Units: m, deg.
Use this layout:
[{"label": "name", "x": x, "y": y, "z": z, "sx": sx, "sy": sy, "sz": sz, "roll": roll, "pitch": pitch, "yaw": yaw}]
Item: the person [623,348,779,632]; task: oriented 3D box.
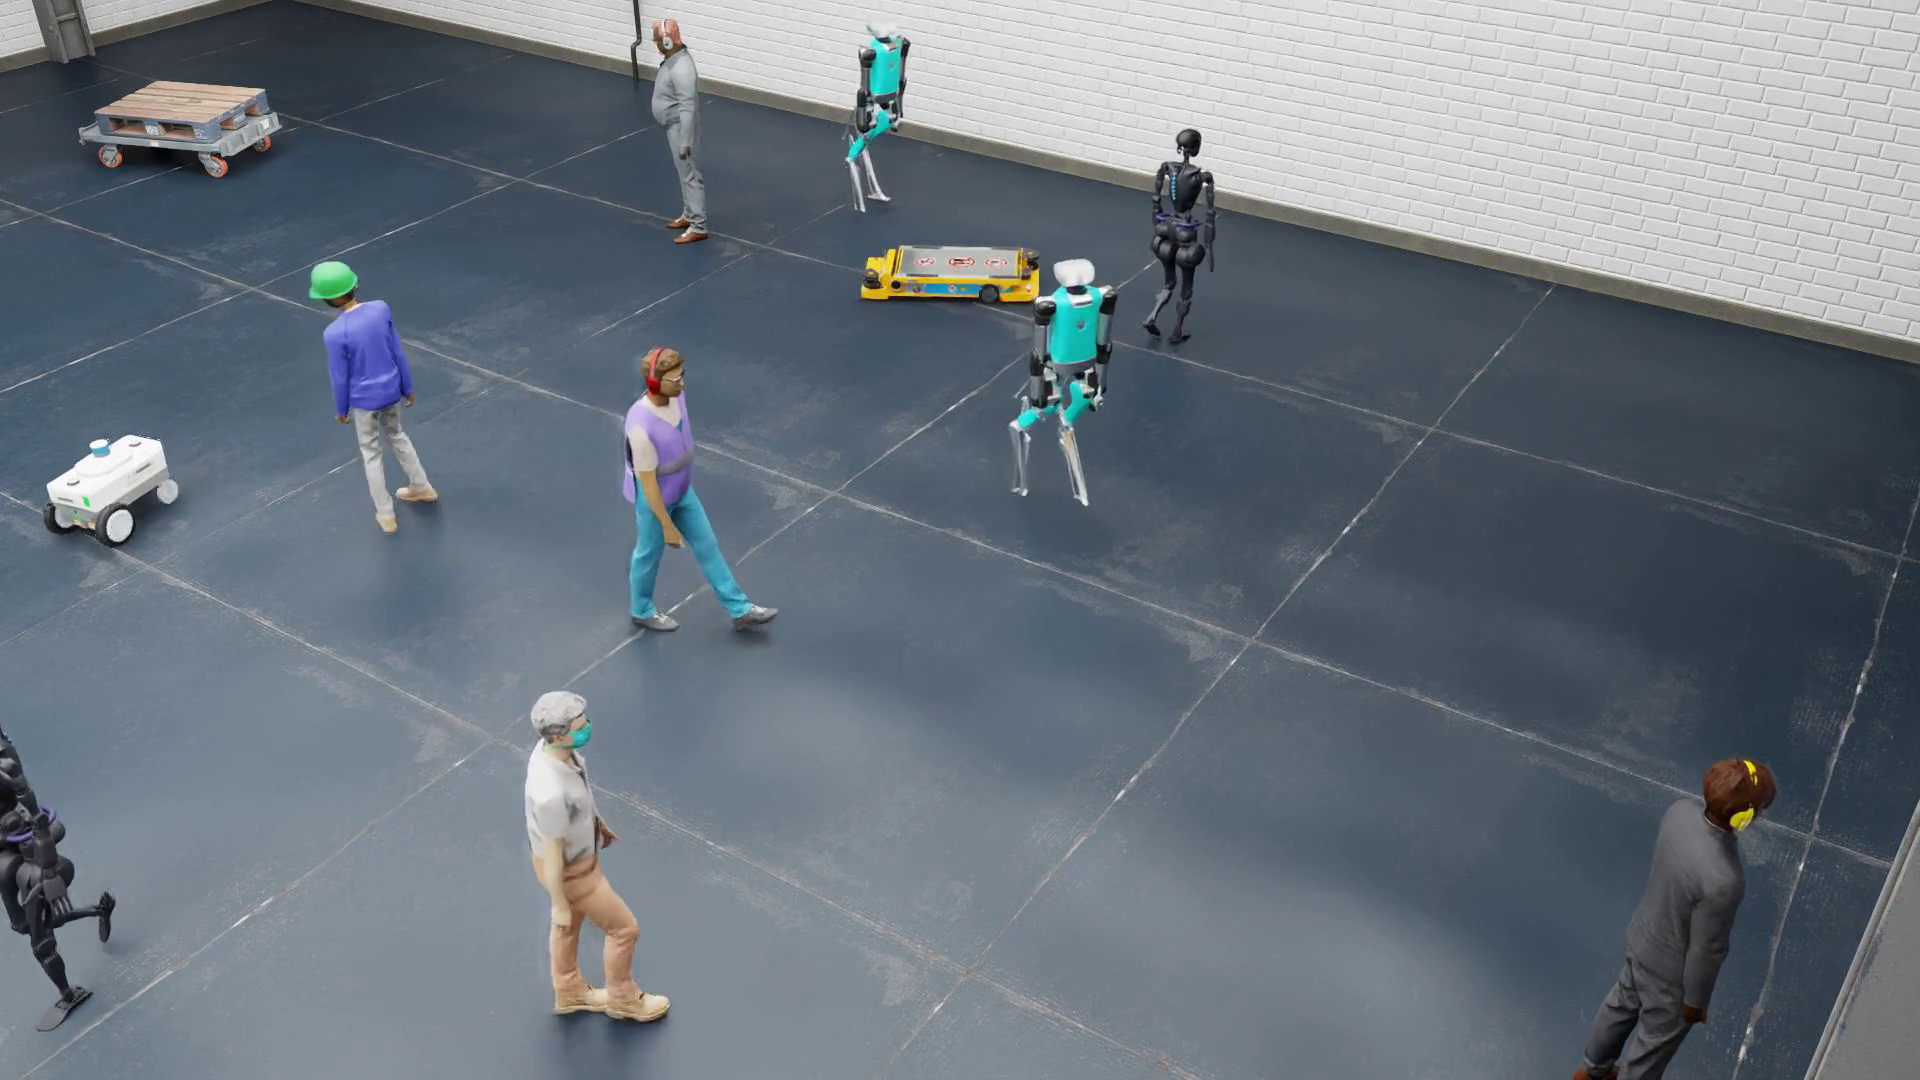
[{"label": "person", "x": -1.509, "y": -0.216, "z": 9.168, "sx": 0.924, "sy": 1.800, "sz": 0.595, "roll": 9, "pitch": 34, "yaw": 14}]

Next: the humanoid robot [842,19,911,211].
[{"label": "humanoid robot", "x": -0.822, "y": -3.743, "z": 14.778, "sx": 0.537, "sy": 1.834, "sz": 0.781, "roll": -27, "pitch": 42, "yaw": -35}]

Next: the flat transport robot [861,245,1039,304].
[{"label": "flat transport robot", "x": -0.068, "y": -2.181, "z": 13.649, "sx": 1.431, "sy": 0.231, "sz": 0.659, "roll": 1, "pitch": 33, "yaw": 2}]

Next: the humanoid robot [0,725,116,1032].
[{"label": "humanoid robot", "x": -3.898, "y": 1.279, "z": 6.977, "sx": 0.611, "sy": 1.640, "sz": 0.561, "roll": 15, "pitch": 36, "yaw": 22}]

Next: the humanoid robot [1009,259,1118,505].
[{"label": "humanoid robot", "x": 0.595, "y": -1.020, "z": 10.524, "sx": 0.530, "sy": 1.800, "sz": 0.808, "roll": -12, "pitch": 35, "yaw": -17}]

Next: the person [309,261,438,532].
[{"label": "person", "x": -3.596, "y": -0.917, "z": 10.234, "sx": 0.471, "sy": 1.838, "sz": 0.608, "roll": 22, "pitch": 39, "yaw": 31}]

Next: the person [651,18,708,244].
[{"label": "person", "x": -2.398, "y": -3.476, "z": 14.159, "sx": 0.404, "sy": 1.901, "sz": 0.641, "roll": -8, "pitch": 34, "yaw": -12}]

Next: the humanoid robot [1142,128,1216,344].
[{"label": "humanoid robot", "x": 1.623, "y": -2.249, "z": 12.448, "sx": 0.599, "sy": 1.641, "sz": 0.410, "roll": 27, "pitch": 41, "yaw": 35}]

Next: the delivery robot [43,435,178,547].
[{"label": "delivery robot", "x": -5.377, "y": -0.359, "z": 10.527, "sx": 0.499, "sy": 0.570, "sz": 0.750, "roll": 11, "pitch": 34, "yaw": 17}]

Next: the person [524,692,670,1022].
[{"label": "person", "x": -1.490, "y": 1.321, "z": 6.848, "sx": 0.631, "sy": 1.726, "sz": 0.518, "roll": -6, "pitch": 33, "yaw": -9}]

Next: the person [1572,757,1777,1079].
[{"label": "person", "x": 2.717, "y": 1.575, "z": 6.336, "sx": 0.344, "sy": 1.866, "sz": 0.489, "roll": 0, "pitch": 33, "yaw": -1}]
